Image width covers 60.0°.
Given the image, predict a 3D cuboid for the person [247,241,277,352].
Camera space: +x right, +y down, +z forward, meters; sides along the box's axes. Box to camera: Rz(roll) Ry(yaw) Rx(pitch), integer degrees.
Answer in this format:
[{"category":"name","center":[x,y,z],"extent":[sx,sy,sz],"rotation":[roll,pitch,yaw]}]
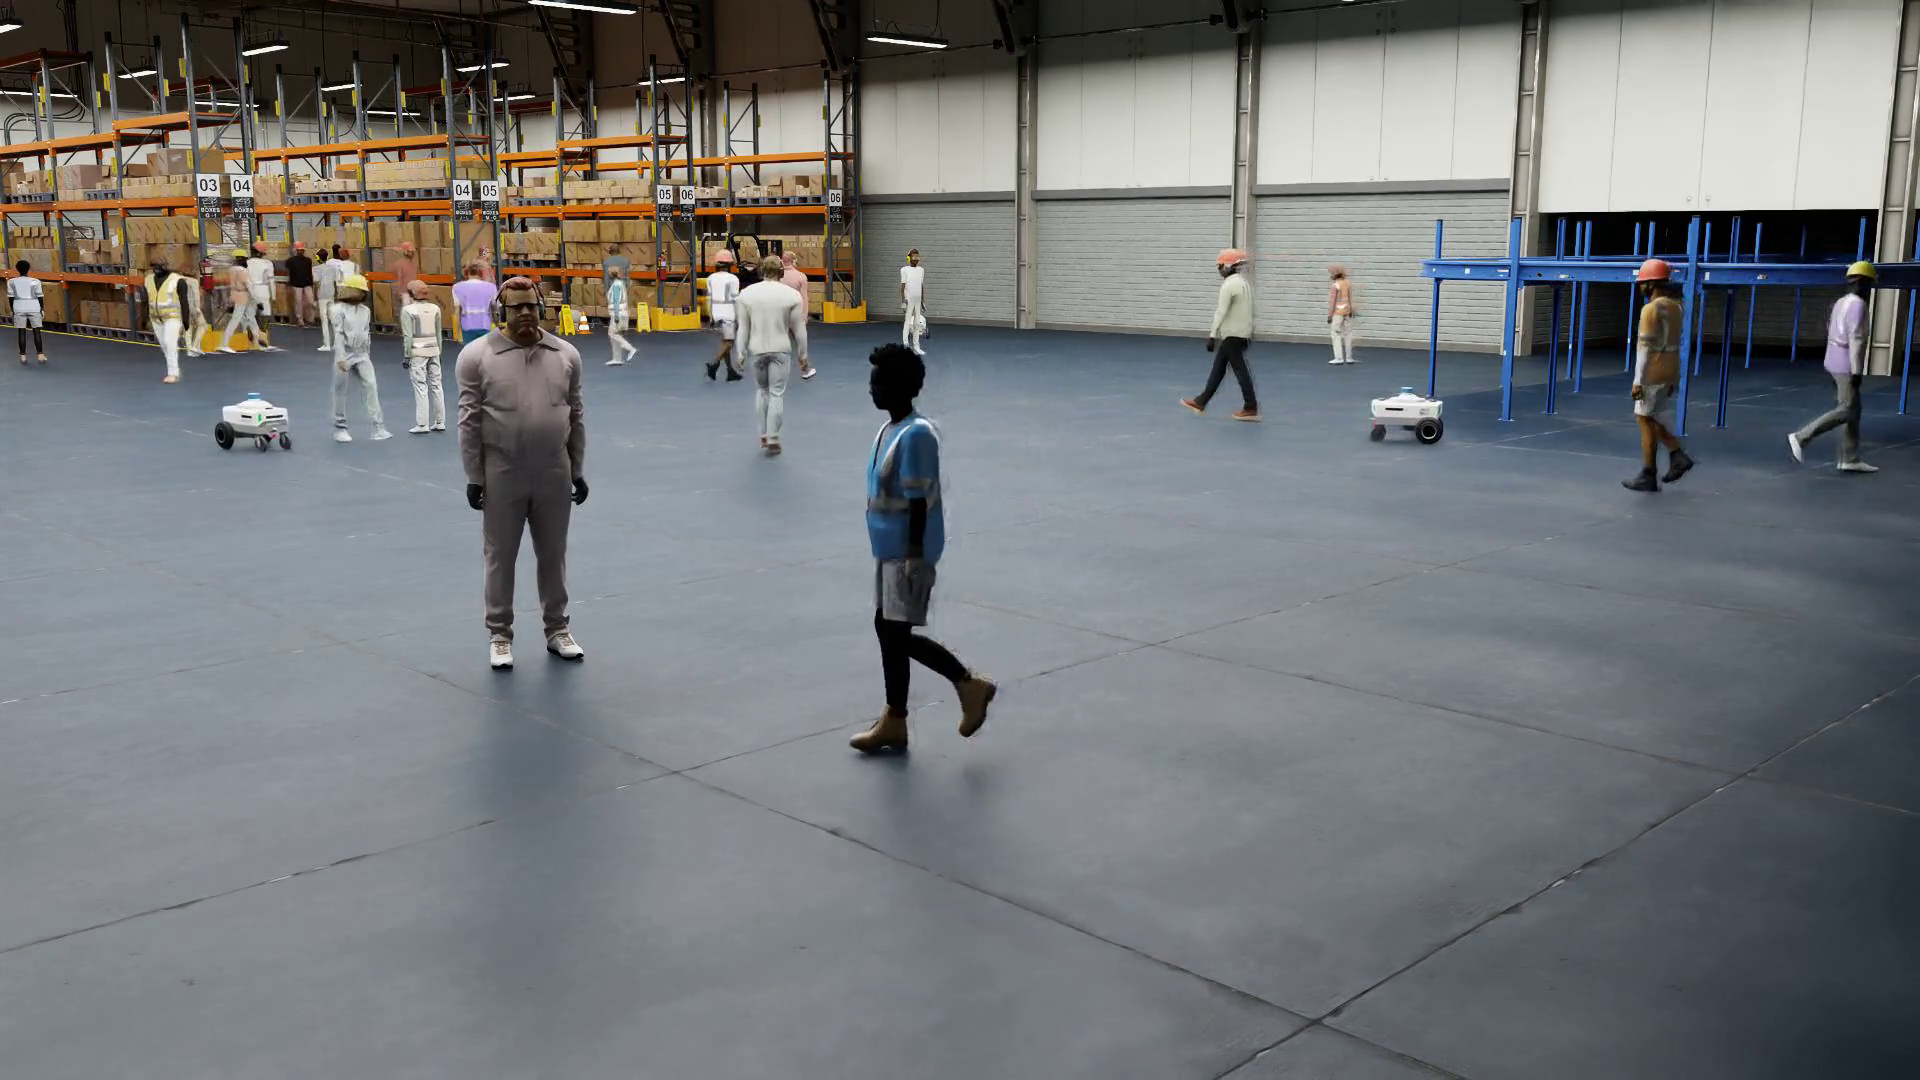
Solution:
[{"category":"person","center":[-12.800,-4.425,30.275],"extent":[0.715,2.004,0.541],"rotation":[-2,11,-11]}]

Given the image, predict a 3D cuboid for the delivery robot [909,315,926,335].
[{"category":"delivery robot","center":[-0.880,-4.482,34.382],"extent":[0.477,0.478,0.707],"rotation":[0,10,-1]}]

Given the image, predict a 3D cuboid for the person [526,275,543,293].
[{"category":"person","center":[-11.507,-6.965,44.950],"extent":[0.535,1.697,0.318],"rotation":[-10,14,-43]}]

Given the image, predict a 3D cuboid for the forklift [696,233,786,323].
[{"category":"forklift","center":[-5.496,-6.489,41.108],"extent":[2.313,2.155,1.214],"rotation":[-10,14,-44]}]

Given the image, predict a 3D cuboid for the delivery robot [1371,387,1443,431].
[{"category":"delivery robot","center":[4.633,-1.339,17.246],"extent":[0.707,0.478,0.477],"rotation":[3,11,16]}]

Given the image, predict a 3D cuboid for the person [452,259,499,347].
[{"category":"person","center":[-6.241,-2.724,21.509],"extent":[0.574,1.816,0.842],"rotation":[-5,11,-24]}]

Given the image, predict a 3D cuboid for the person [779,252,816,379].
[{"category":"person","center":[-2.458,-3.243,24.191],"extent":[0.669,1.859,0.940],"rotation":[2,11,13]}]

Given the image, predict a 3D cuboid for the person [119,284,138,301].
[{"category":"person","center":[-20.257,-6.232,40.502],"extent":[0.571,1.868,0.579],"rotation":[8,13,37]}]

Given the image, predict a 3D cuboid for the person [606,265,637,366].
[{"category":"person","center":[-5.561,-3.655,27.086],"extent":[0.423,1.622,0.531],"rotation":[-2,11,-11]}]

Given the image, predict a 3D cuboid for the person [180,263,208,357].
[{"category":"person","center":[-13.384,-4.010,28.999],"extent":[0.512,1.619,0.401],"rotation":[5,11,25]}]

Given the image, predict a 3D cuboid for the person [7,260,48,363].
[{"category":"person","center":[-15.585,-3.819,27.790],"extent":[0.542,1.695,0.316],"rotation":[-3,11,-18]}]

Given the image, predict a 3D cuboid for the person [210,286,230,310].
[{"category":"person","center":[-16.269,-5.561,36.601],"extent":[0.614,1.947,0.389],"rotation":[3,11,15]}]

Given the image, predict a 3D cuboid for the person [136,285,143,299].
[{"category":"person","center":[-18.421,-5.809,37.732],"extent":[0.471,2.029,0.609],"rotation":[10,14,44]}]

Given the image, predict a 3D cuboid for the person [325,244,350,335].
[{"category":"person","center":[-13.259,-5.359,35.585],"extent":[0.398,1.920,0.588],"rotation":[10,14,43]}]

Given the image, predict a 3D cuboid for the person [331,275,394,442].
[{"category":"person","center":[-6.151,-1.844,17.004],"extent":[0.850,1.701,0.505],"rotation":[8,13,36]}]

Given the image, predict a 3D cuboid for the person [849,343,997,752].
[{"category":"person","center":[-0.177,0.038,6.783],"extent":[0.509,1.682,0.554],"rotation":[-3,11,-17]}]

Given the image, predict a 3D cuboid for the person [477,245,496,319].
[{"category":"person","center":[-9.487,-4.934,33.300],"extent":[0.404,1.906,0.651],"rotation":[-7,12,-32]}]

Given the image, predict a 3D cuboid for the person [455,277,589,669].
[{"category":"person","center":[-2.138,-0.336,8.227],"extent":[0.642,1.909,0.410],"rotation":[-7,12,-32]}]

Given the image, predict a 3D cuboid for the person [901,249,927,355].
[{"category":"person","center":[-0.819,-4.224,29.526],"extent":[0.514,1.872,0.328],"rotation":[-8,13,-39]}]

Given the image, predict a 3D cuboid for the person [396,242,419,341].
[{"category":"person","center":[-11.027,-4.967,33.265],"extent":[0.485,1.978,0.645],"rotation":[5,12,26]}]

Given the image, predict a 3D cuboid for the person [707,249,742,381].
[{"category":"person","center":[-3.455,-3.247,24.118],"extent":[0.548,1.913,0.827],"rotation":[6,12,30]}]

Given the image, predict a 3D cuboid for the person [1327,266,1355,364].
[{"category":"person","center":[6.307,-3.717,27.477],"extent":[0.338,1.606,0.666],"rotation":[10,14,43]}]

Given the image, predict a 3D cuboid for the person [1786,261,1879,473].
[{"category":"person","center":[7.890,-1.554,14.929],"extent":[0.704,1.879,0.659],"rotation":[3,11,17]}]

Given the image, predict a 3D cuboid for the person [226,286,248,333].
[{"category":"person","center":[-15.337,-5.171,35.356],"extent":[0.476,1.610,0.517],"rotation":[9,13,39]}]

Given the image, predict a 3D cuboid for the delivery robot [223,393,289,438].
[{"category":"delivery robot","center":[-7.044,-1.226,16.628],"extent":[0.707,0.478,0.477],"rotation":[8,13,36]}]

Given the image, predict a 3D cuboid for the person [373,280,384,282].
[{"category":"person","center":[-14.528,-6.298,41.032],"extent":[0.952,1.790,0.643],"rotation":[9,14,42]}]

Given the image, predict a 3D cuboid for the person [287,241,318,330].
[{"category":"person","center":[-14.762,-5.720,37.420],"extent":[0.619,1.972,0.650],"rotation":[-10,14,-43]}]

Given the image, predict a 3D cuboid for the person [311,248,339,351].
[{"category":"person","center":[-11.675,-4.418,30.585],"extent":[0.322,1.870,0.518],"rotation":[8,13,36]}]

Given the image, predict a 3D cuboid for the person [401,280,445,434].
[{"category":"person","center":[-5.756,-1.962,17.831],"extent":[0.310,1.636,0.523],"rotation":[6,12,29]}]

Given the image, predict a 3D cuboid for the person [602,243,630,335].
[{"category":"person","center":[-7.320,-5.339,35.431],"extent":[0.629,1.936,0.371],"rotation":[-9,14,-41]}]

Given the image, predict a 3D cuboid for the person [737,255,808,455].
[{"category":"person","center":[-1.805,-1.820,16.292],"extent":[0.666,1.912,0.791],"rotation":[1,10,8]}]

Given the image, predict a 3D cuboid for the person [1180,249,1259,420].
[{"category":"person","center":[3.031,-2.372,19.218],"extent":[1.006,1.939,0.649],"rotation":[5,11,24]}]

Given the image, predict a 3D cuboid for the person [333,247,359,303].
[{"category":"person","center":[-12.645,-5.112,34.370],"extent":[0.529,1.871,0.600],"rotation":[9,14,40]}]

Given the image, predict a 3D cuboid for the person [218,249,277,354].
[{"category":"person","center":[-12.958,-4.300,29.996],"extent":[1.029,1.859,0.603],"rotation":[-8,13,-36]}]

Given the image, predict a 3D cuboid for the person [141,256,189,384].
[{"category":"person","center":[-11.406,-3.137,23.757],"extent":[0.630,1.810,0.747],"rotation":[1,10,7]}]

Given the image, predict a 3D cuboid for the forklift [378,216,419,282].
[{"category":"forklift","center":[-17.868,-9.201,54.028],"extent":[1.873,2.768,1.129],"rotation":[-10,14,-44]}]

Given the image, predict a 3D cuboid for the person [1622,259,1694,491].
[{"category":"person","center":[5.790,-1.367,13.839],"extent":[0.502,1.921,0.538],"rotation":[10,14,43]}]
